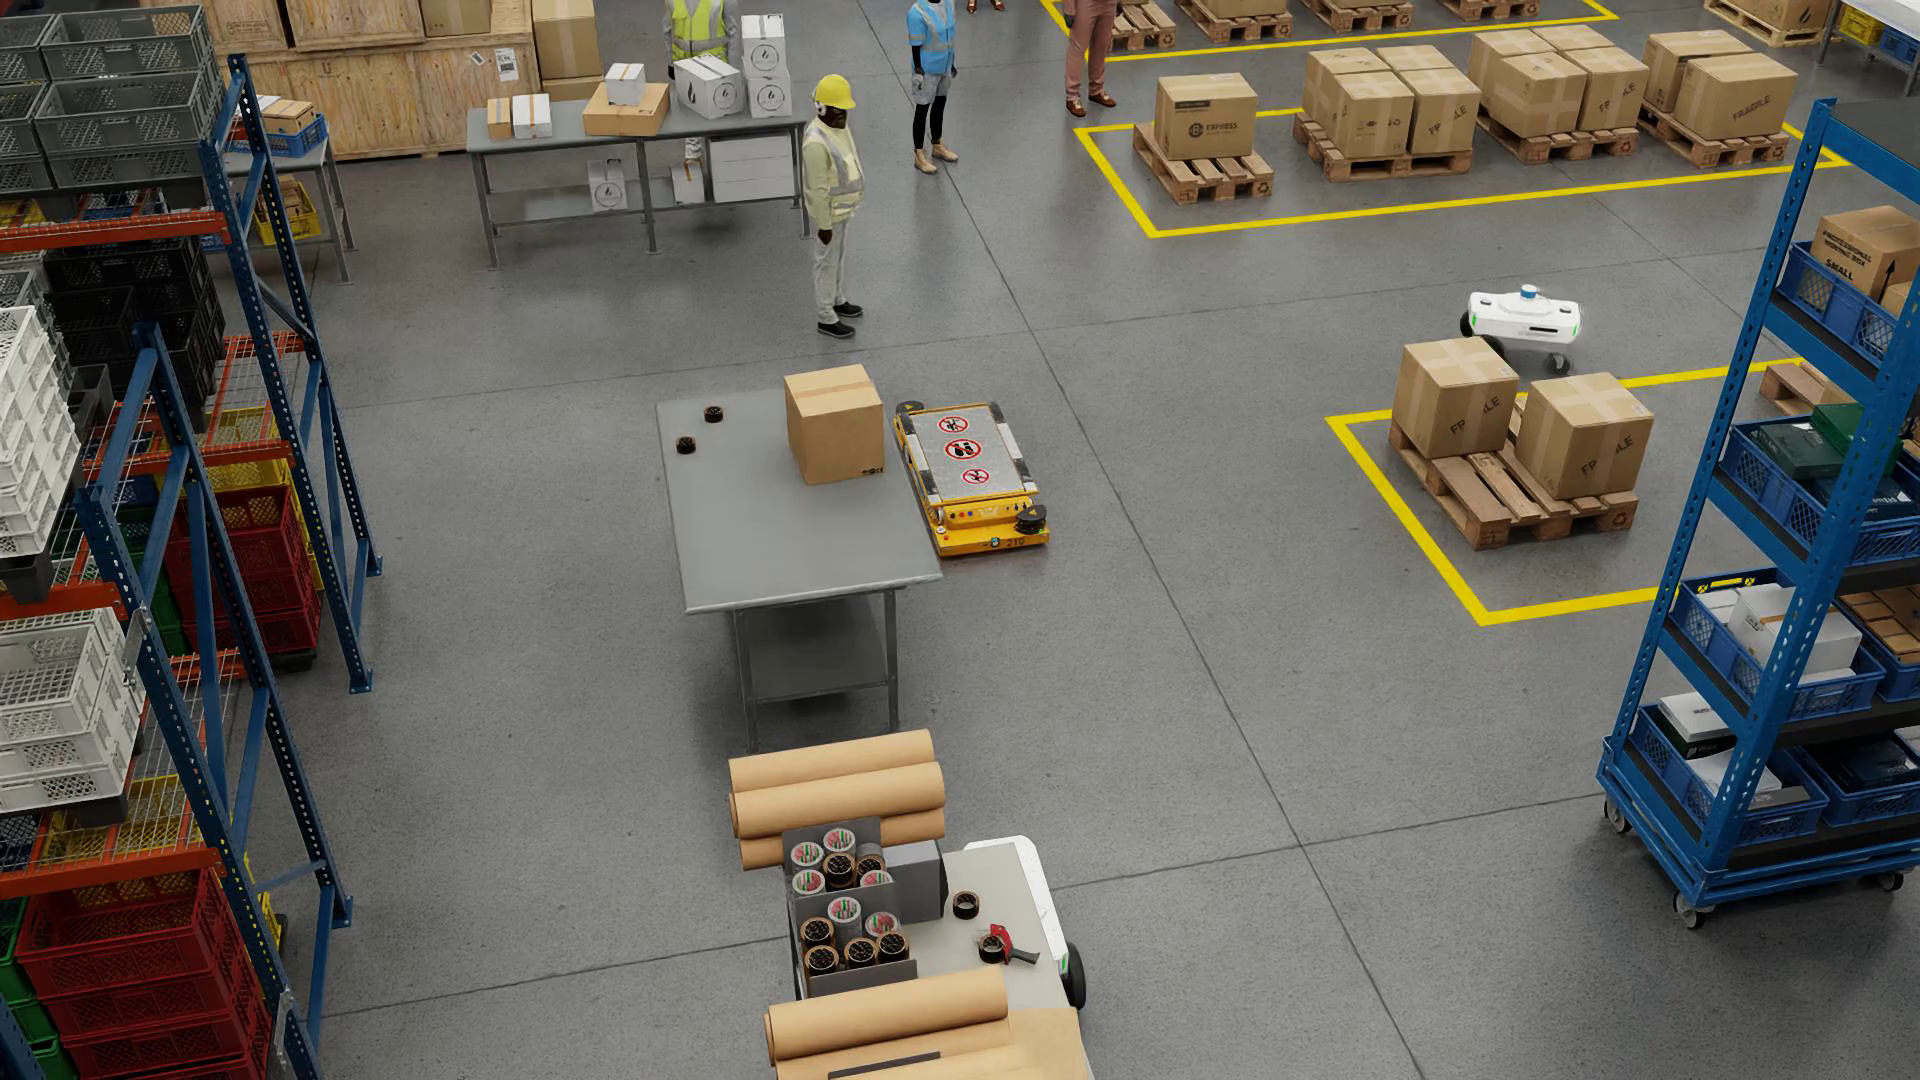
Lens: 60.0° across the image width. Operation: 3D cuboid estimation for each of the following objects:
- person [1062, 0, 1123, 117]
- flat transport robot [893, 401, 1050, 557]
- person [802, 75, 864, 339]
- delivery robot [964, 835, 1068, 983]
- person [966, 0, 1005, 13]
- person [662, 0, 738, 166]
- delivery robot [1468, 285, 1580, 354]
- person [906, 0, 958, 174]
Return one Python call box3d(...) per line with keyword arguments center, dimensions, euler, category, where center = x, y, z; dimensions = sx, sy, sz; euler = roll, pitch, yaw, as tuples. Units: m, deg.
box3d(center=(1.171, -4.664, 14.438), dimensions=(0.654, 1.906, 0.408), euler=(-25, 43, -29), category="person")
box3d(center=(0.046, -0.430, 10.108), dimensions=(0.652, 0.197, 1.431), euler=(-8, 37, -10), category="flat transport robot")
box3d(center=(-0.849, -2.272, 11.290), dimensions=(0.403, 1.826, 0.593), euler=(6, 37, 8), category="person")
box3d(center=(0.222, 1.590, 7.082), dimensions=(0.477, 0.478, 0.707), euler=(-7, 37, -9), category="delivery robot")
box3d(center=(0.265, -6.220, 16.561), dimensions=(0.513, 1.872, 0.328), euler=(-6, 37, -8), category="person")
box3d(center=(-2.077, -3.827, 13.371), dimensions=(0.625, 1.841, 0.429), euler=(6, 37, 8), category="person")
box3d(center=(3.795, -1.486, 11.216), dimensions=(0.707, 0.478, 0.477), euler=(7, 37, 10), category="delivery robot")
box3d(center=(-0.212, -3.847, 13.512), dimensions=(0.318, 1.699, 0.532), euler=(24, 43, 29), category="person")
